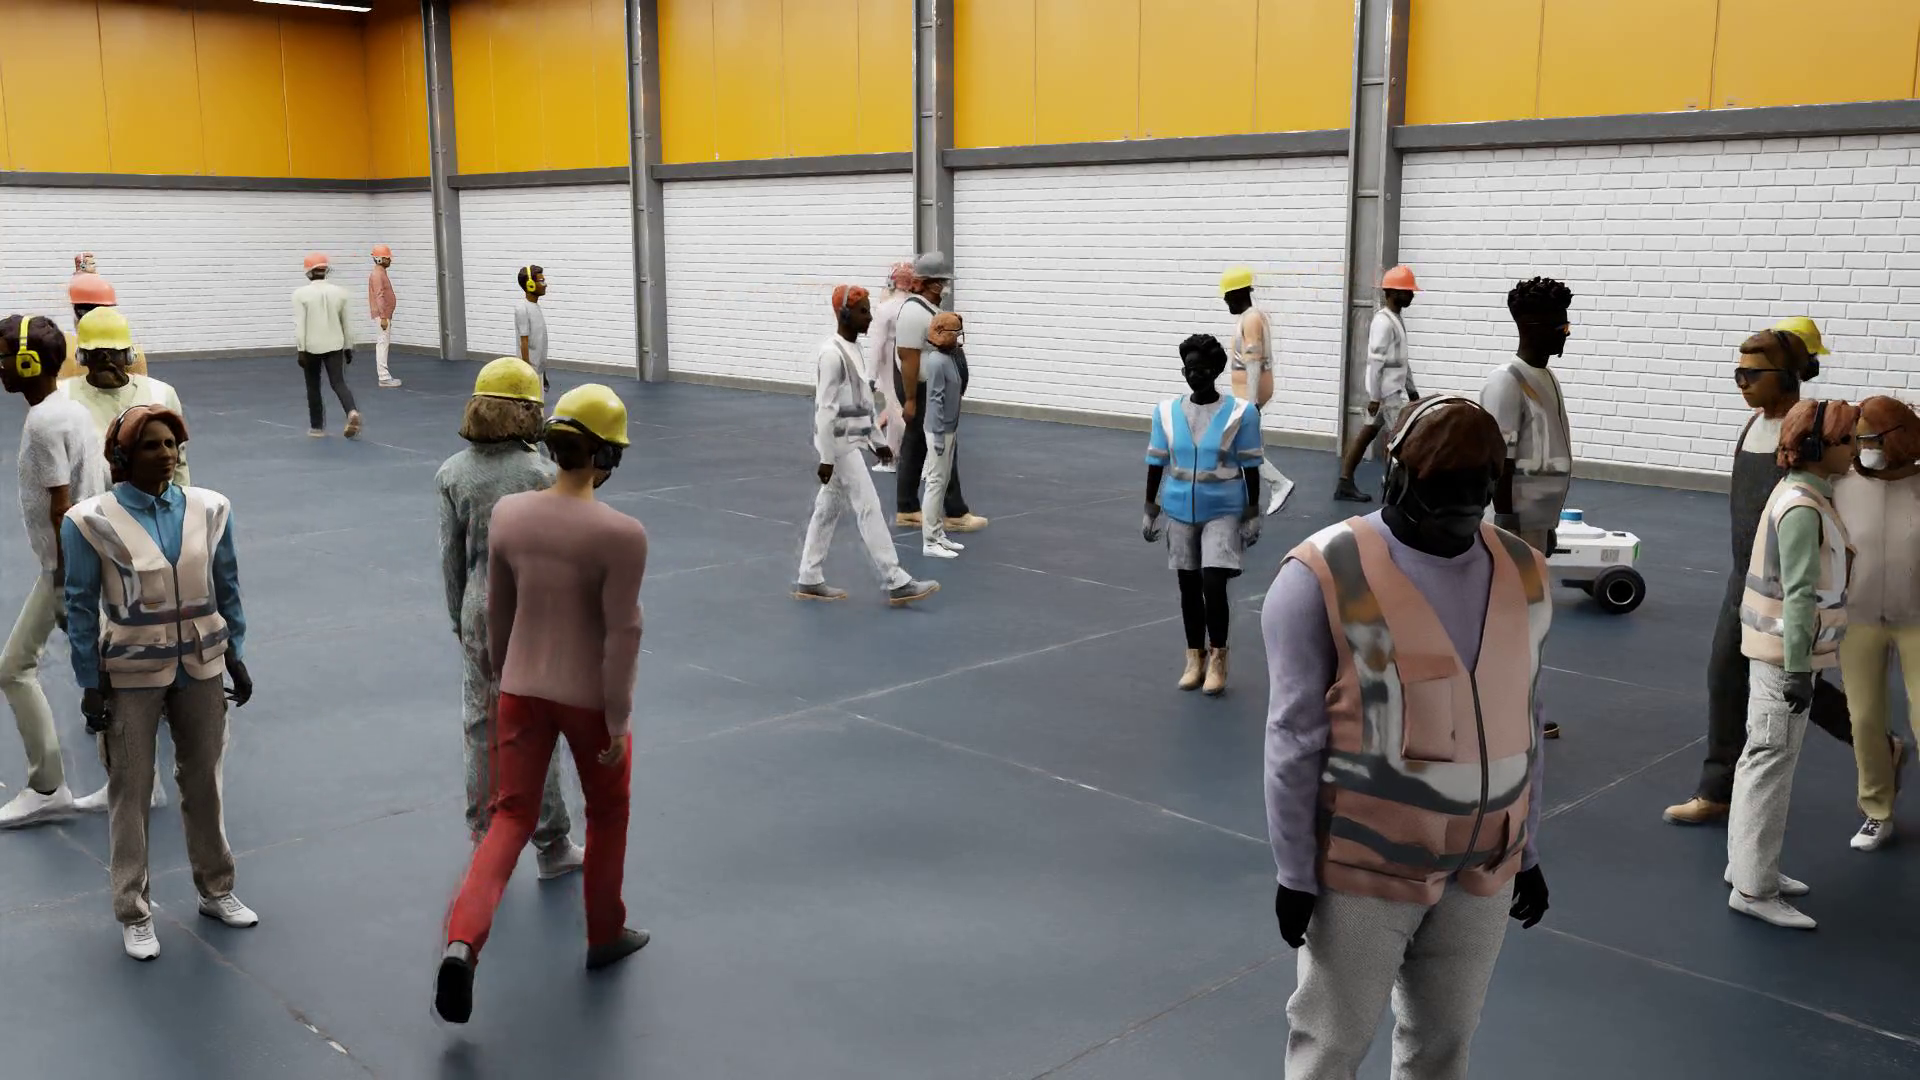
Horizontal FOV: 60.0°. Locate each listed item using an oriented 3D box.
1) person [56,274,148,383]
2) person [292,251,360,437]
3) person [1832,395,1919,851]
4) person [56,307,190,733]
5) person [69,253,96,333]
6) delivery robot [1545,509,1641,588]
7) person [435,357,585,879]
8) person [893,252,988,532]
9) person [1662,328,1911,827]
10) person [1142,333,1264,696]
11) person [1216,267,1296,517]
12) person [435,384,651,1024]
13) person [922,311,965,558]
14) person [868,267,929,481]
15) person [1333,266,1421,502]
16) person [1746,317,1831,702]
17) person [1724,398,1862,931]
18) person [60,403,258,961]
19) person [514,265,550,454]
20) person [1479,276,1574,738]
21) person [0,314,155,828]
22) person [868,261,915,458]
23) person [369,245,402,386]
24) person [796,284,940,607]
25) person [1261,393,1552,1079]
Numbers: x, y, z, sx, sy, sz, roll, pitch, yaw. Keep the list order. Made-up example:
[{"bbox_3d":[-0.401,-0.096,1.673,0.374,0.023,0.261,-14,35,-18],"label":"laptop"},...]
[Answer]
[{"bbox_3d":[-4.782,-0.527,9.349,0.584,1.912,0.763,-1,10,-5],"label":"person"},{"bbox_3d":[-6.653,-2.039,17.471,0.626,1.970,0.858,-10,14,-43],"label":"person"},{"bbox_3d":[3.174,0.302,5.692,0.545,1.595,0.396,7,13,34],"label":"person"},{"bbox_3d":[-3.642,-0.090,7.208,0.600,1.829,0.404,-7,13,-34],"label":"person"},{"bbox_3d":[-11.022,-2.675,21.094,0.407,1.910,0.640,-5,12,-26],"label":"person"},{"bbox_3d":[3.518,0.066,9.583,0.707,0.478,0.477,2,10,9],"label":"delivery robot"},{"bbox_3d":[-1.478,0.263,5.545,0.483,1.735,0.316,3,11,18],"label":"person"},{"bbox_3d":[-0.109,-1.077,12.017,0.855,2.000,0.705,2,11,9],"label":"person"},{"bbox_3d":[3.007,0.148,5.969,0.827,1.814,0.528,-2,11,-11],"label":"person"},{"bbox_3d":[1.101,-0.107,7.686,0.556,1.677,0.476,5,12,27],"label":"person"},{"bbox_3d":[2.184,-1.094,12.503,0.560,1.893,0.635,1,10,8],"label":"person"},{"bbox_3d":[-1.141,0.447,4.564,0.567,1.727,0.787,4,11,19],"label":"person"},{"bbox_3d":[-0.108,-0.706,11.106,0.267,1.632,0.507,2,11,9],"label":"person"},{"bbox_3d":[-0.472,-1.464,14.648,0.939,1.870,0.638,9,13,39],"label":"person"},{"bbox_3d":[3.433,-1.202,13.118,0.990,1.882,0.563,4,11,21],"label":"person"},{"bbox_3d":[3.743,-0.132,7.614,0.316,1.769,0.525,5,11,24],"label":"person"},{"bbox_3d":[2.601,0.373,5.204,0.311,1.639,0.521,5,11,24],"label":"person"},{"bbox_3d":[-2.390,0.410,4.991,0.308,1.645,0.517,9,13,39],"label":"person"},{"bbox_3d":[-3.723,-1.468,14.616,0.328,1.872,0.514,0,10,-1],"label":"person"},{"bbox_3d":[2.341,-0.104,6.913,0.368,1.966,0.602,7,12,33],"label":"person"},{"bbox_3d":[-3.332,0.118,6.011,0.696,1.845,0.572,-3,11,-14],"label":"person"},{"bbox_3d":[-0.638,-1.687,15.757,0.527,1.886,0.690,-1,10,-3],"label":"person"},{"bbox_3d":[-8.168,-3.178,23.597,0.382,1.995,0.612,-3,11,-16],"label":"person"},{"bbox_3d":[-0.544,-0.535,9.583,0.935,1.840,0.599,1,10,5],"label":"person"},{"bbox_3d":[0.891,0.632,3.264,0.621,1.837,0.429,-3,11,-18],"label":"person"}]
